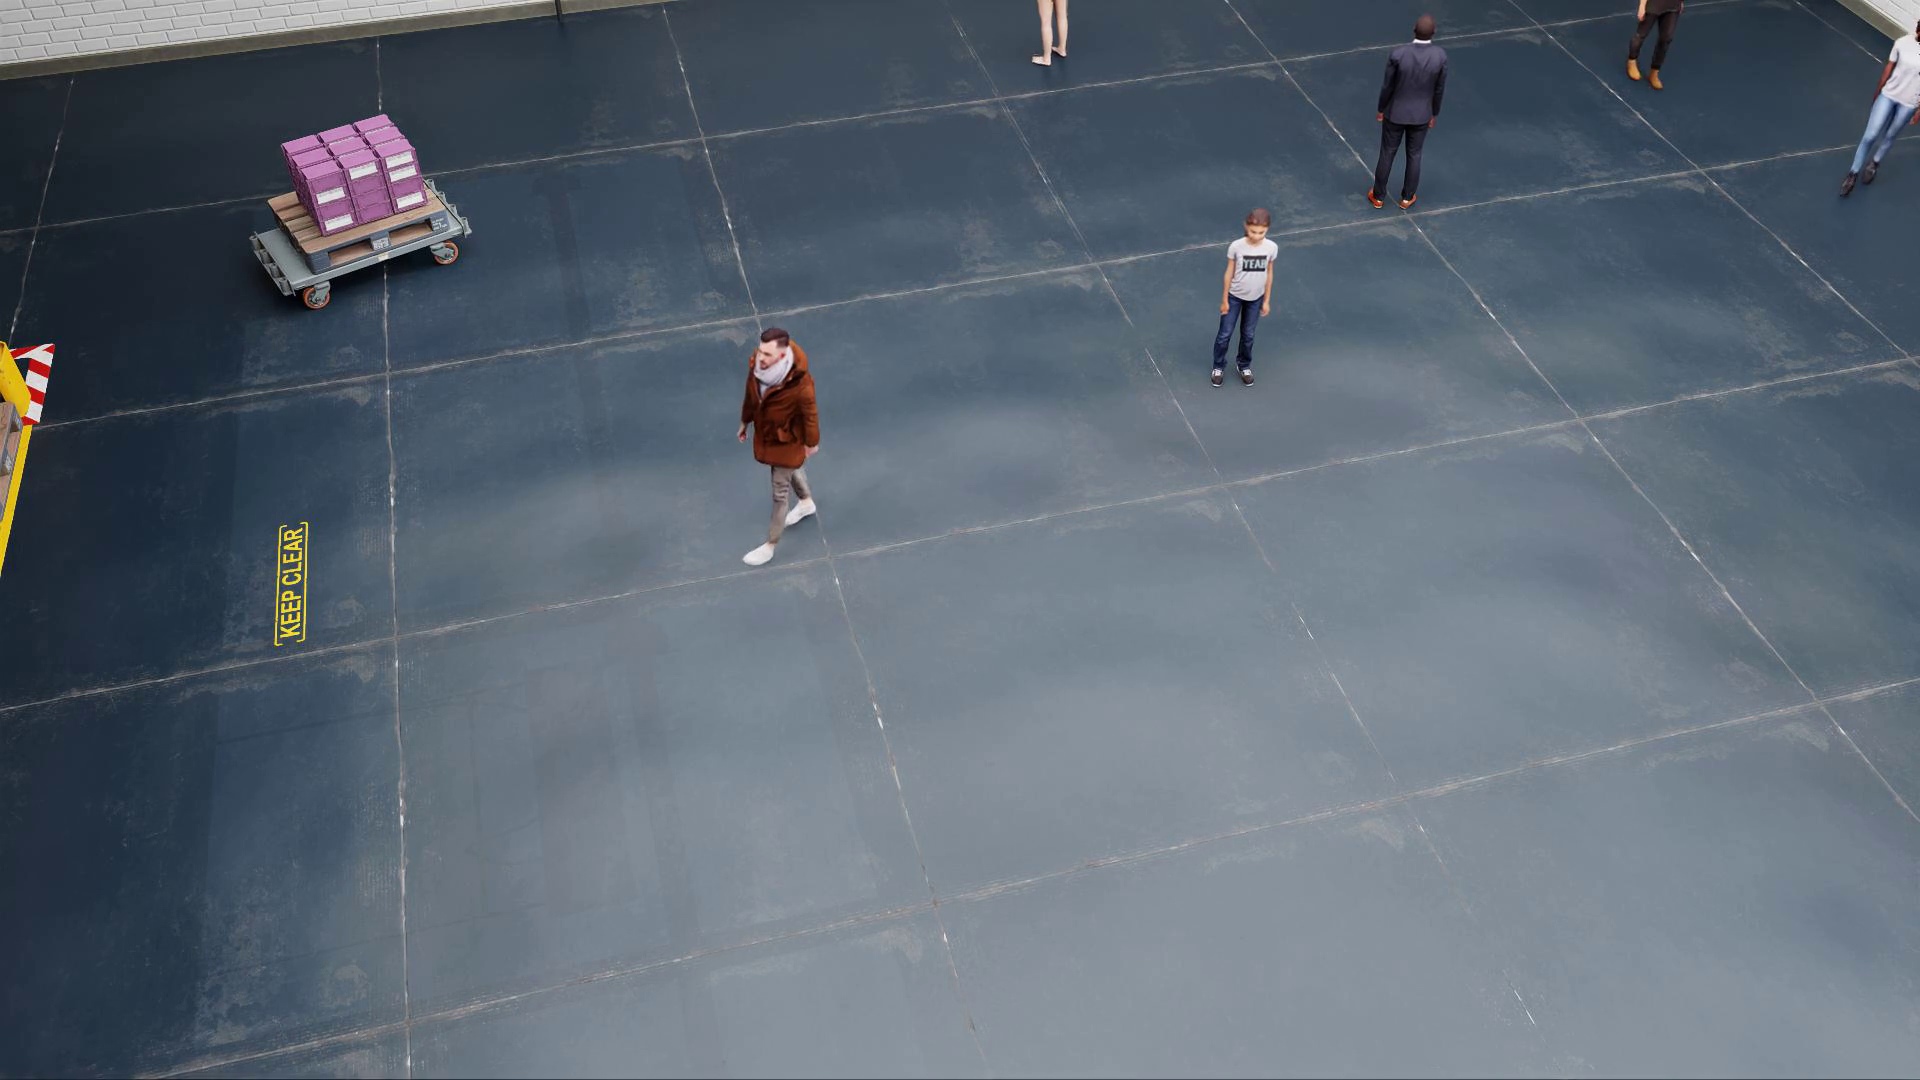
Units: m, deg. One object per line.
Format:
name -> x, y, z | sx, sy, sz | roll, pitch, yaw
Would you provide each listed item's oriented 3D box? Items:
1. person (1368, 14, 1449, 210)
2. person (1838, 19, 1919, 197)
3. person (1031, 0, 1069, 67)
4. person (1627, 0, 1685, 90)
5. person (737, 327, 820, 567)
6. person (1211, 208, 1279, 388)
person -> 3.924, -3.731, 14.551 | 0.781, 1.824, 0.764 | 7, 44, 7
person -> 8.409, -3.945, 14.867 | 0.967, 1.696, 1.000 | 24, 48, 23
person -> 0.947, -5.582, 16.622 | 0.671, 1.646, 0.673 | -30, 51, -28
person -> 6.871, -5.338, 16.327 | 0.746, 1.700, 0.834 | -2, 44, -2
person -> -1.185, -0.741, 11.431 | 1.115, 1.798, 1.079 | 34, 53, 30
person -> 2.191, -1.890, 12.807 | 0.589, 1.563, 0.588 | -1, 44, -1
